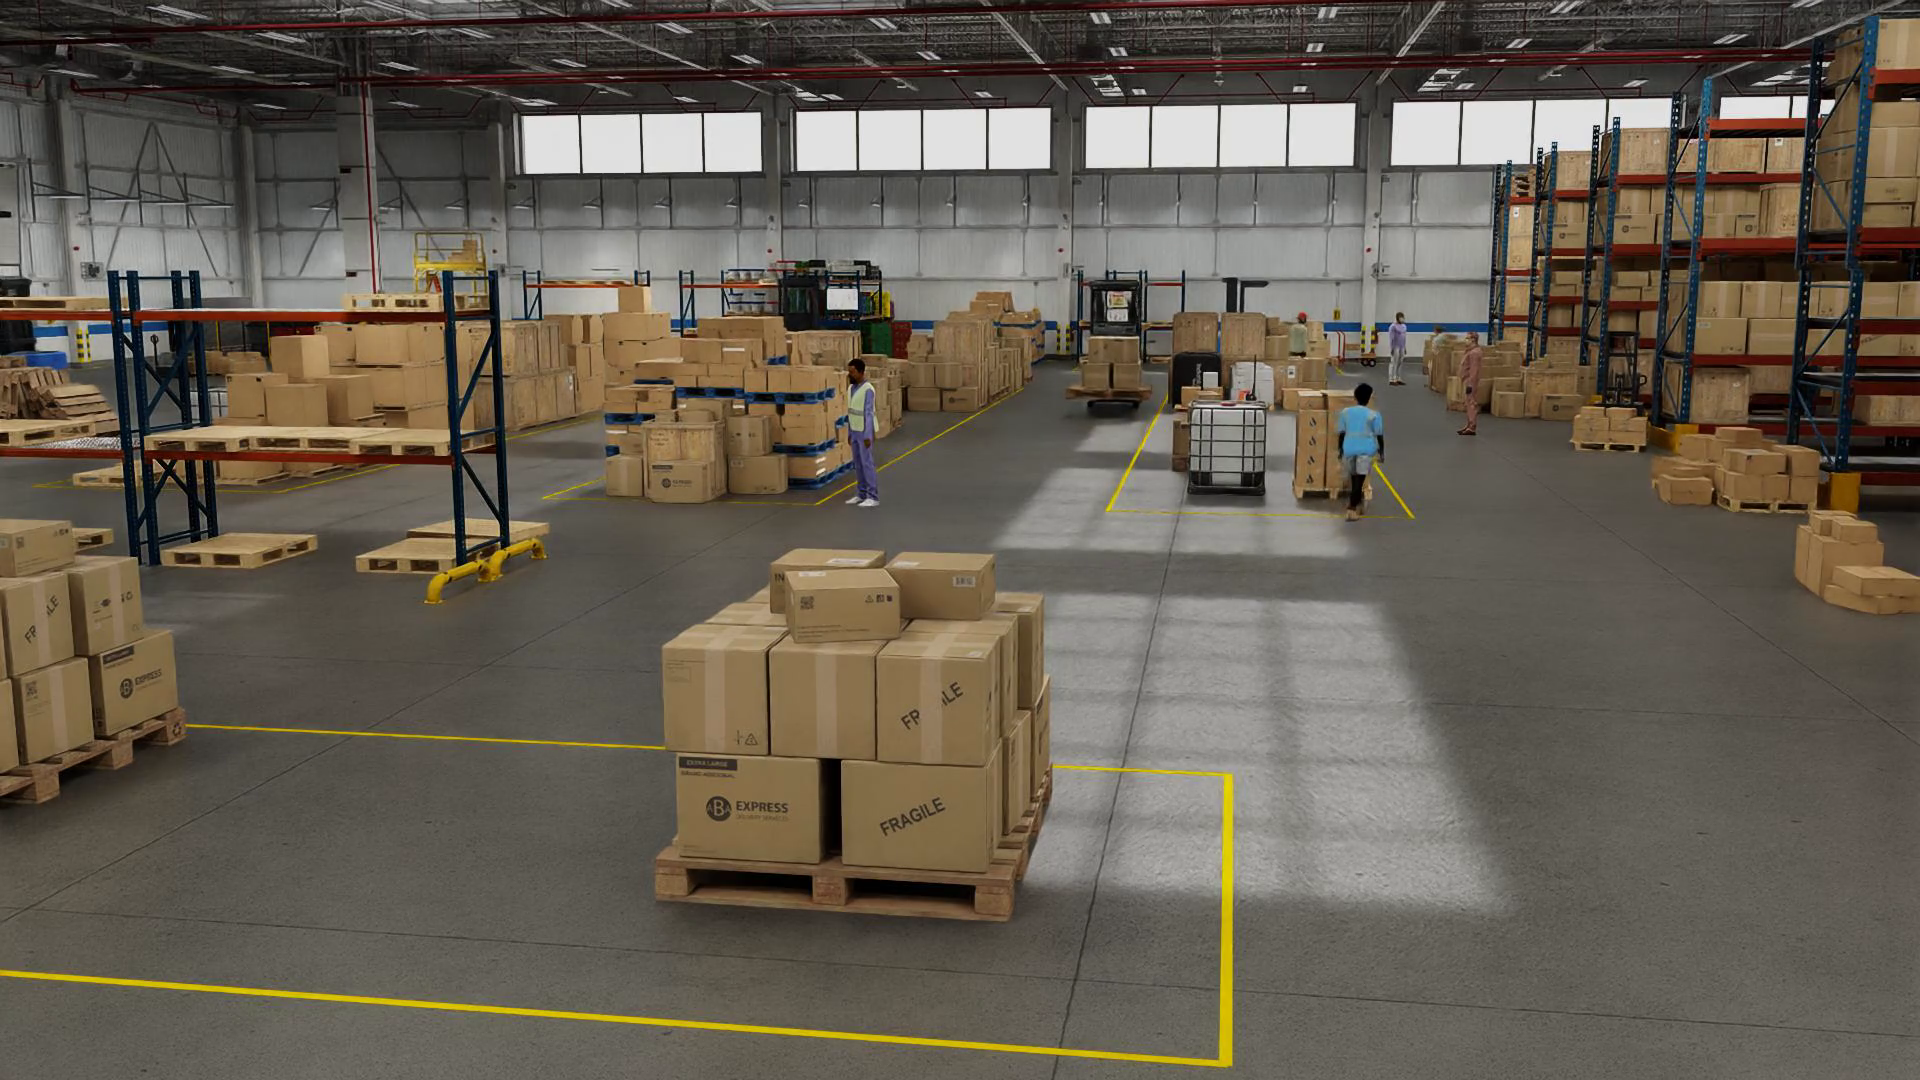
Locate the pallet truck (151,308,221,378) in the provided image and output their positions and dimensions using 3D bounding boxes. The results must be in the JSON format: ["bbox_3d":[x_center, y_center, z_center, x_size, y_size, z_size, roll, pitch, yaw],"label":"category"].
[{"bbox_3d":[-21.869,-5.598,47.154,0.823,1.965,1.885,4,10,26],"label":"pallet truck"}]

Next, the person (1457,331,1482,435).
[{"bbox_3d":[9.417,-2.892,30.731,0.408,1.913,0.642,3,10,15],"label":"person"}]

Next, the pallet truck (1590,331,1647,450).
[{"bbox_3d":[11.253,-2.573,28.499,0.823,1.965,1.885,5,10,27],"label":"pallet truck"}]

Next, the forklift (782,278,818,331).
[{"bbox_3d":[-4.141,-5.400,43.219,1.129,2.768,1.873,-1,9,-9],"label":"forklift"}]

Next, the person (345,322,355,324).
[{"bbox_3d":[-14.318,-4.273,39.162,0.368,1.939,0.632,8,12,39],"label":"person"}]

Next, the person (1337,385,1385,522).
[{"bbox_3d":[4.902,-1.068,20.274,0.548,1.642,0.884,7,11,36],"label":"person"}]

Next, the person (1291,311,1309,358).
[{"bbox_3d":[8.751,-4.936,43.125,0.706,1.979,0.619,-6,11,-35],"label":"person"}]

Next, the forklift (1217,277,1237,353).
[{"bbox_3d":[7.855,-6.233,48.358,1.873,2.768,1.129,1,9,9],"label":"forklift"}]

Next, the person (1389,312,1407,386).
[{"bbox_3d":[11.573,-5.045,43.926,0.630,1.940,0.372,-8,12,-39],"label":"person"}]

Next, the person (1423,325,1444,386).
[{"bbox_3d":[12.347,-4.785,43.291,0.634,1.615,0.525,-1,9,-4],"label":"person"}]

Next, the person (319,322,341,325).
[{"bbox_3d":[-17.843,-5.564,47.185,0.640,1.915,0.603,-3,10,-20],"label":"person"}]

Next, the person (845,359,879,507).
[{"bbox_3d":[-1.261,-1.384,21.460,0.387,1.908,0.585,-5,11,-29],"label":"person"}]

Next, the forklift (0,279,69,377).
[{"bbox_3d":[-22.375,-4.792,39.470,1.873,2.768,1.129,1,9,9],"label":"forklift"}]

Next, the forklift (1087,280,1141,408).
[{"bbox_3d":[3.473,-4.398,37.039,1.129,2.768,1.873,1,9,8],"label":"forklift"}]

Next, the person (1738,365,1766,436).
[{"bbox_3d":[14.219,-2.798,30.111,0.942,1.917,0.621,1,9,4],"label":"person"}]
